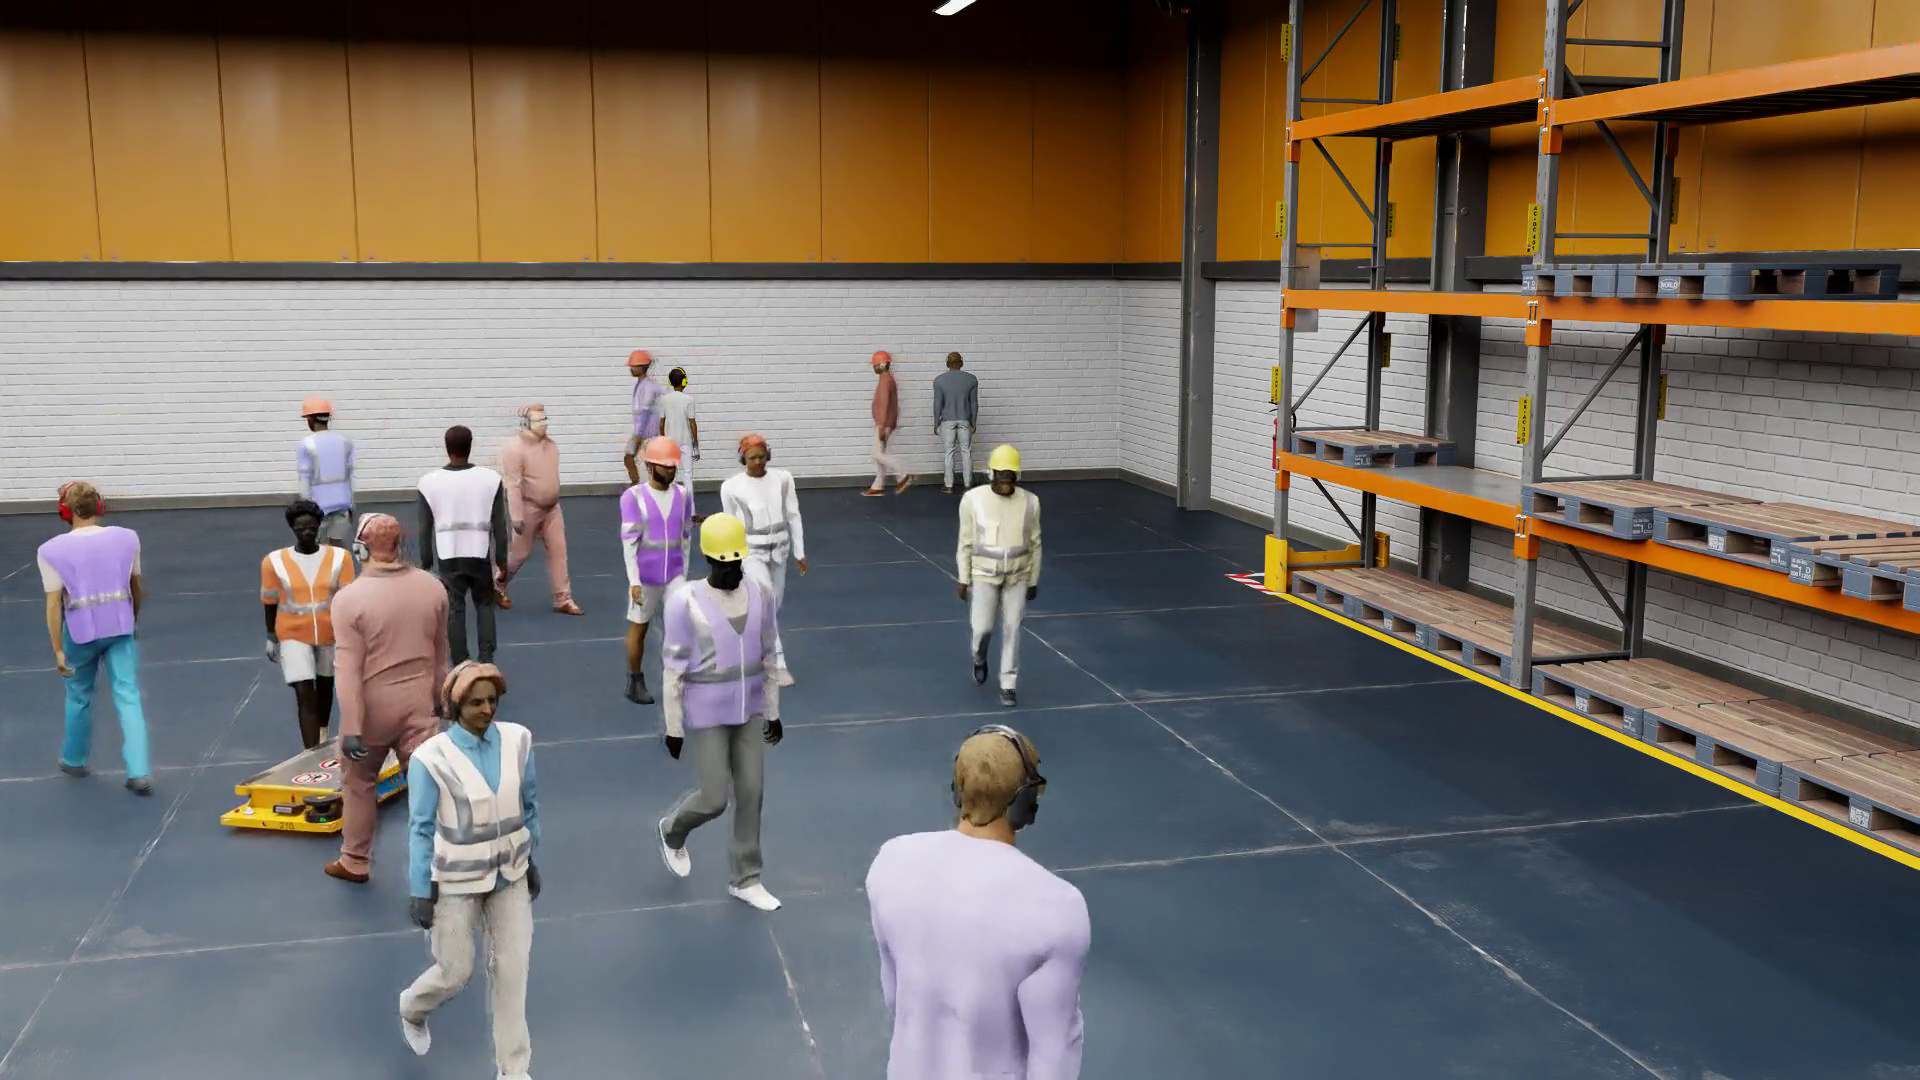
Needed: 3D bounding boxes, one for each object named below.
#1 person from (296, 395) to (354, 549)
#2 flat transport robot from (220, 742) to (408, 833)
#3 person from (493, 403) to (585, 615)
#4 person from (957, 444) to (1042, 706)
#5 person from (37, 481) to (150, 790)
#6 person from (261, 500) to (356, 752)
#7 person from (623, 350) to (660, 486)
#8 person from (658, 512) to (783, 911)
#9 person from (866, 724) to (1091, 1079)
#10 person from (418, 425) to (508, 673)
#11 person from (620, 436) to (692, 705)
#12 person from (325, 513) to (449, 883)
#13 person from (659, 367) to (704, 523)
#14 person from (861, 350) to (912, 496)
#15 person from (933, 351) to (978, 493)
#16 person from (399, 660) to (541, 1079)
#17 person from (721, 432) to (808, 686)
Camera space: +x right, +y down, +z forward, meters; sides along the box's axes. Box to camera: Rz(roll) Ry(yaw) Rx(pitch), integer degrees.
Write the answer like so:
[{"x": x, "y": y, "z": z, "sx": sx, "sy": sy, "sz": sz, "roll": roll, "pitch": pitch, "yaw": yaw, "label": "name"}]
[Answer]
[{"x": -5.588, "y": -0.322, "z": 14.725, "sx": 0.544, "sy": 1.915, "sz": 0.543, "roll": 8, "pitch": 12, "yaw": 42, "label": "person"}, {"x": -3.482, "y": 1.339, "z": 9.472, "sx": 0.652, "sy": 0.197, "sz": 1.431, "roll": 2, "pitch": 9, "yaw": 11, "label": "flat transport robot"}, {"x": -3.765, "y": -0.278, "z": 14.595, "sx": 0.936, "sy": 1.875, "sz": 0.645, "roll": 5, "pitch": 11, "yaw": 30, "label": "person"}, {"x": 0.274, "y": 0.227, "z": 11.590, "sx": 0.608, "sy": 1.819, "sz": 0.564, "roll": -1, "pitch": 9, "yaw": -9, "label": "person"}, {"x": -5.019, "y": 0.551, "z": 9.661, "sx": 0.569, "sy": 1.800, "sz": 0.958, "roll": -8, "pitch": 12, "yaw": -43, "label": "person"}, {"x": -3.872, "y": 0.573, "z": 9.969, "sx": 0.549, "sy": 1.649, "sz": 0.865, "roll": -5, "pitch": 10, "yaw": -29, "label": "person"}, {"x": -4.060, "y": -1.374, "z": 20.983, "sx": 0.698, "sy": 2.018, "sz": 0.614, "roll": -5, "pitch": 10, "yaw": -28, "label": "person"}, {"x": -1.151, "y": 0.789, "z": 7.857, "sx": 0.606, "sy": 1.903, "sz": 0.639, "roll": -9, "pitch": 13, "yaw": -44, "label": "person"}, {"x": 0.096, "y": 1.377, "z": 4.208, "sx": 0.636, "sy": 1.891, "sz": 0.978, "roll": 5, "pitch": 10, "yaw": 28, "label": "person"}, {"x": -3.556, "y": 0.132, "z": 11.927, "sx": 0.609, "sy": 1.900, "sz": 0.458, "roll": -3, "pitch": 10, "yaw": -20, "label": "person"}, {"x": -2.013, "y": 0.244, "z": 11.285, "sx": 0.568, "sy": 1.883, "sz": 0.993, "roll": -7, "pitch": 11, "yaw": -35, "label": "person"}, {"x": -2.693, "y": 0.790, "z": 7.956, "sx": 0.978, "sy": 1.865, "sz": 0.657, "roll": 7, "pitch": 11, "yaw": 36, "label": "person"}, {"x": -3.340, "y": -1.128, "z": 19.883, "sx": 0.511, "sy": 1.877, "sz": 0.329, "roll": 3, "pitch": 10, "yaw": 18, "label": "person"}, {"x": -1.003, "y": -1.546, "z": 22.175, "sx": 0.638, "sy": 1.973, "sz": 0.629, "roll": 1, "pitch": 9, "yaw": 5, "label": "person"}, {"x": -0.062, "y": -1.594, "z": 22.602, "sx": 0.627, "sy": 1.936, "sz": 0.375, "roll": -2, "pitch": 9, "yaw": -12, "label": "person"}, {"x": -1.794, "y": 1.217, "z": 6.054, "sx": 0.645, "sy": 1.616, "sz": 0.520, "roll": 8, "pitch": 12, "yaw": 40, "label": "person"}, {"x": -1.498, "y": 0.102, "z": 12.290, "sx": 0.595, "sy": 1.851, "sz": 0.913, "roll": -6, "pitch": 11, "yaw": -32, "label": "person"}]
